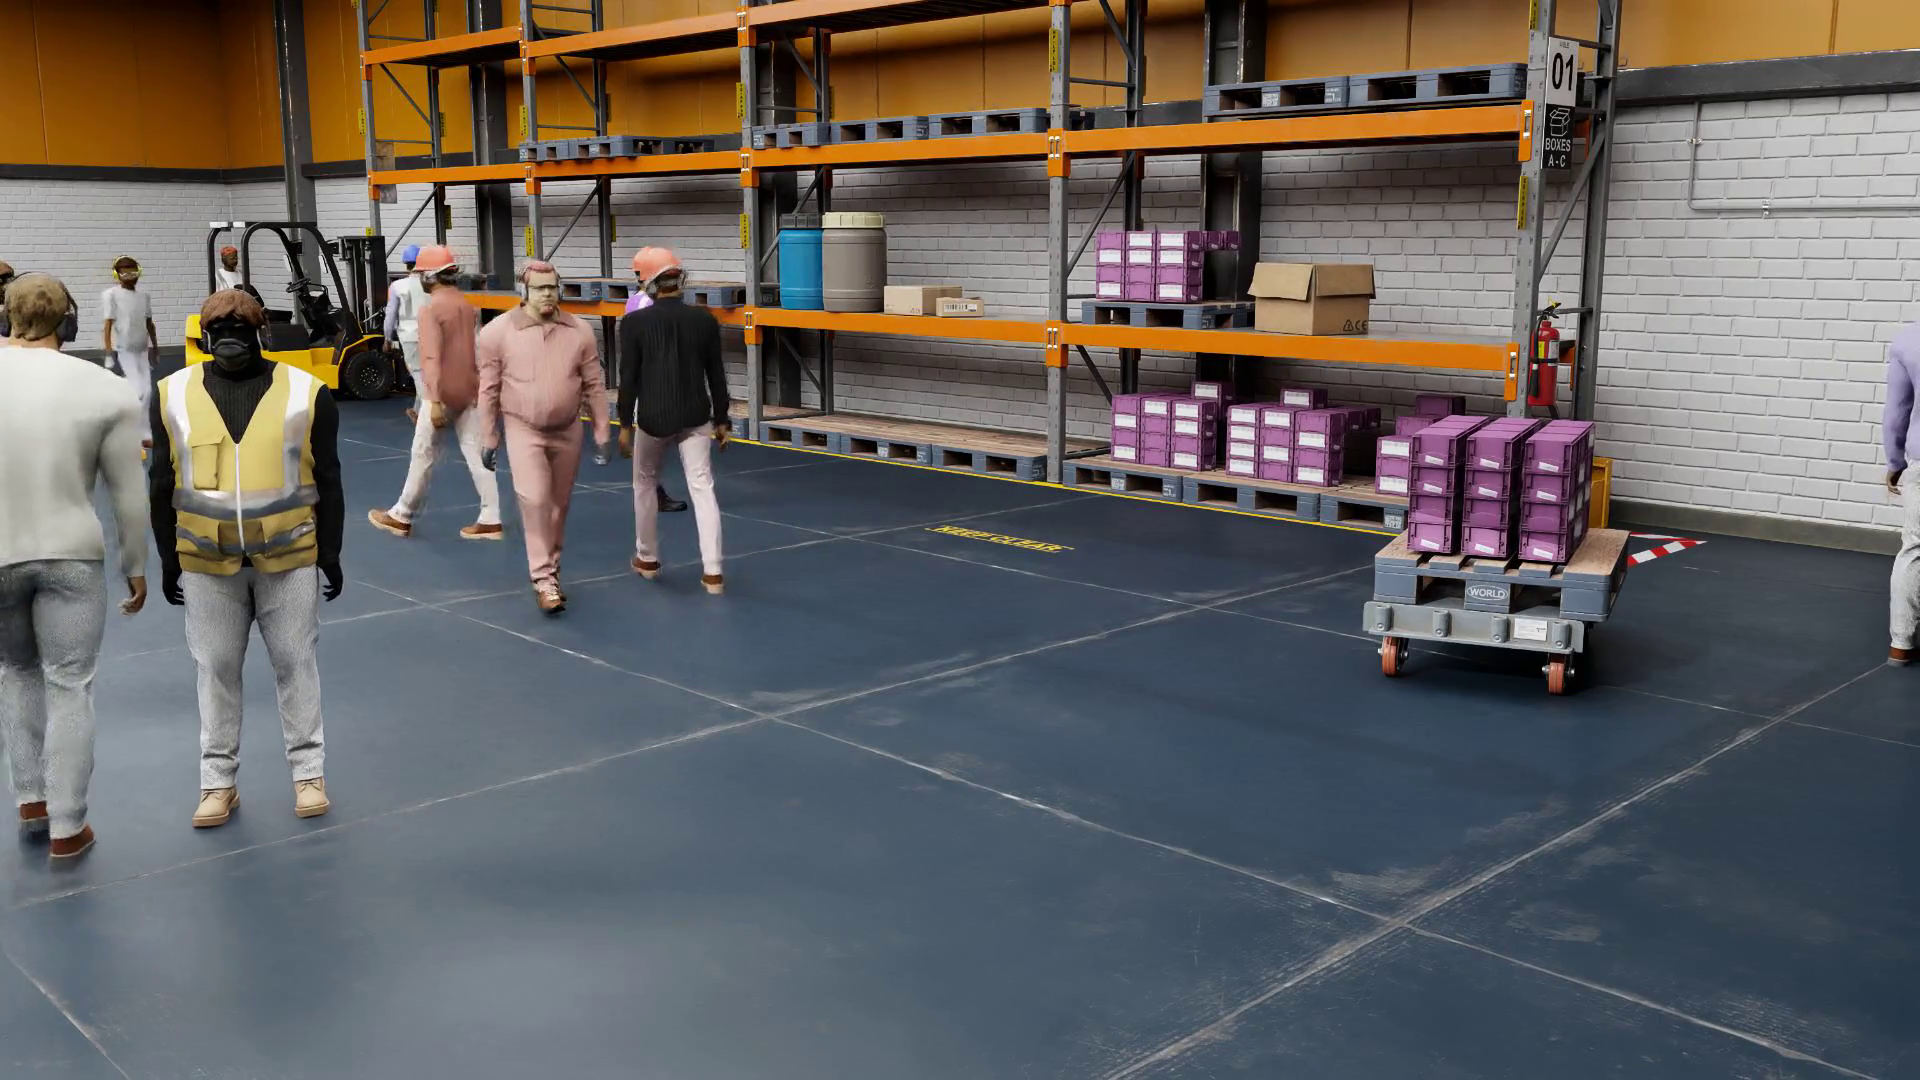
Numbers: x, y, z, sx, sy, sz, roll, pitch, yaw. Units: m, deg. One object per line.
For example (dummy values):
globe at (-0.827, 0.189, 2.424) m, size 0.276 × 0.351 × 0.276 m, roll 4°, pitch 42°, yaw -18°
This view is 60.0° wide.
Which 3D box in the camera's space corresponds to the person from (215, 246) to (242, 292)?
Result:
person at (-9.529, -2.891, 21.777) m, size 0.350 × 1.878 × 0.567 m, roll 5°, pitch 11°, yaw 24°

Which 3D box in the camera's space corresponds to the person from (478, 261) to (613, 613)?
person at (-2.188, -0.547, 8.960) m, size 0.680 × 1.872 × 0.863 m, roll -7°, pitch 12°, yaw -32°

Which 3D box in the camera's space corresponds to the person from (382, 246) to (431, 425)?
person at (-5.703, -2.105, 17.389) m, size 0.618 × 1.891 × 0.986 m, roll -9°, pitch 14°, yaw -42°

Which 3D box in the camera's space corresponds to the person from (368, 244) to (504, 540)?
person at (-3.498, -0.972, 11.068) m, size 0.983 × 1.946 × 0.659 m, roll 3°, pitch 11°, yaw 17°

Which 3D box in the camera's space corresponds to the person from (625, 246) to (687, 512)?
person at (-2.243, -1.174, 12.223) m, size 0.359 × 1.937 × 0.552 m, roll -6°, pitch 12°, yaw -31°

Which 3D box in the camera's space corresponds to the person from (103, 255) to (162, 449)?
person at (-7.759, -1.743, 15.602) m, size 0.447 × 1.844 × 0.622 m, roll 4°, pitch 11°, yaw 21°

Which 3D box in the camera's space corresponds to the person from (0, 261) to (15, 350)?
person at (-6.785, -1.053, 11.853) m, size 0.430 × 1.837 × 0.622 m, roll 5°, pitch 11°, yaw 25°

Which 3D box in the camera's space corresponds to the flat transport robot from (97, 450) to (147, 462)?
flat transport robot at (-7.964, -0.758, 14.507) m, size 1.431 × 0.197 × 0.652 m, roll -10°, pitch 14°, yaw -44°

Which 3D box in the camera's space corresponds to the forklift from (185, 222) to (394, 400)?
forklift at (-8.169, -2.758, 20.163) m, size 2.313 × 2.155 × 1.214 m, roll -10°, pitch 14°, yaw -44°

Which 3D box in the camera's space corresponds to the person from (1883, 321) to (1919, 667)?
person at (4.588, -0.338, 7.667) m, size 0.352 × 1.937 × 0.635 m, roll -8°, pitch 13°, yaw -37°

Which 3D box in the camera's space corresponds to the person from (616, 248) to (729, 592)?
person at (-1.687, -0.698, 9.623) m, size 0.682 × 1.937 × 0.951 m, roll -5°, pitch 12°, yaw -25°

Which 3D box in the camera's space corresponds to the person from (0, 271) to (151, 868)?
person at (-3.000, 0.082, 5.466) m, size 0.641 × 1.901 × 0.703 m, roll -3°, pitch 11°, yaw -18°

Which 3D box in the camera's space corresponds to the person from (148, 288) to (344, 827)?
person at (-2.448, 0.063, 5.744) m, size 0.622 × 1.845 × 0.429 m, roll -3°, pitch 11°, yaw -17°
